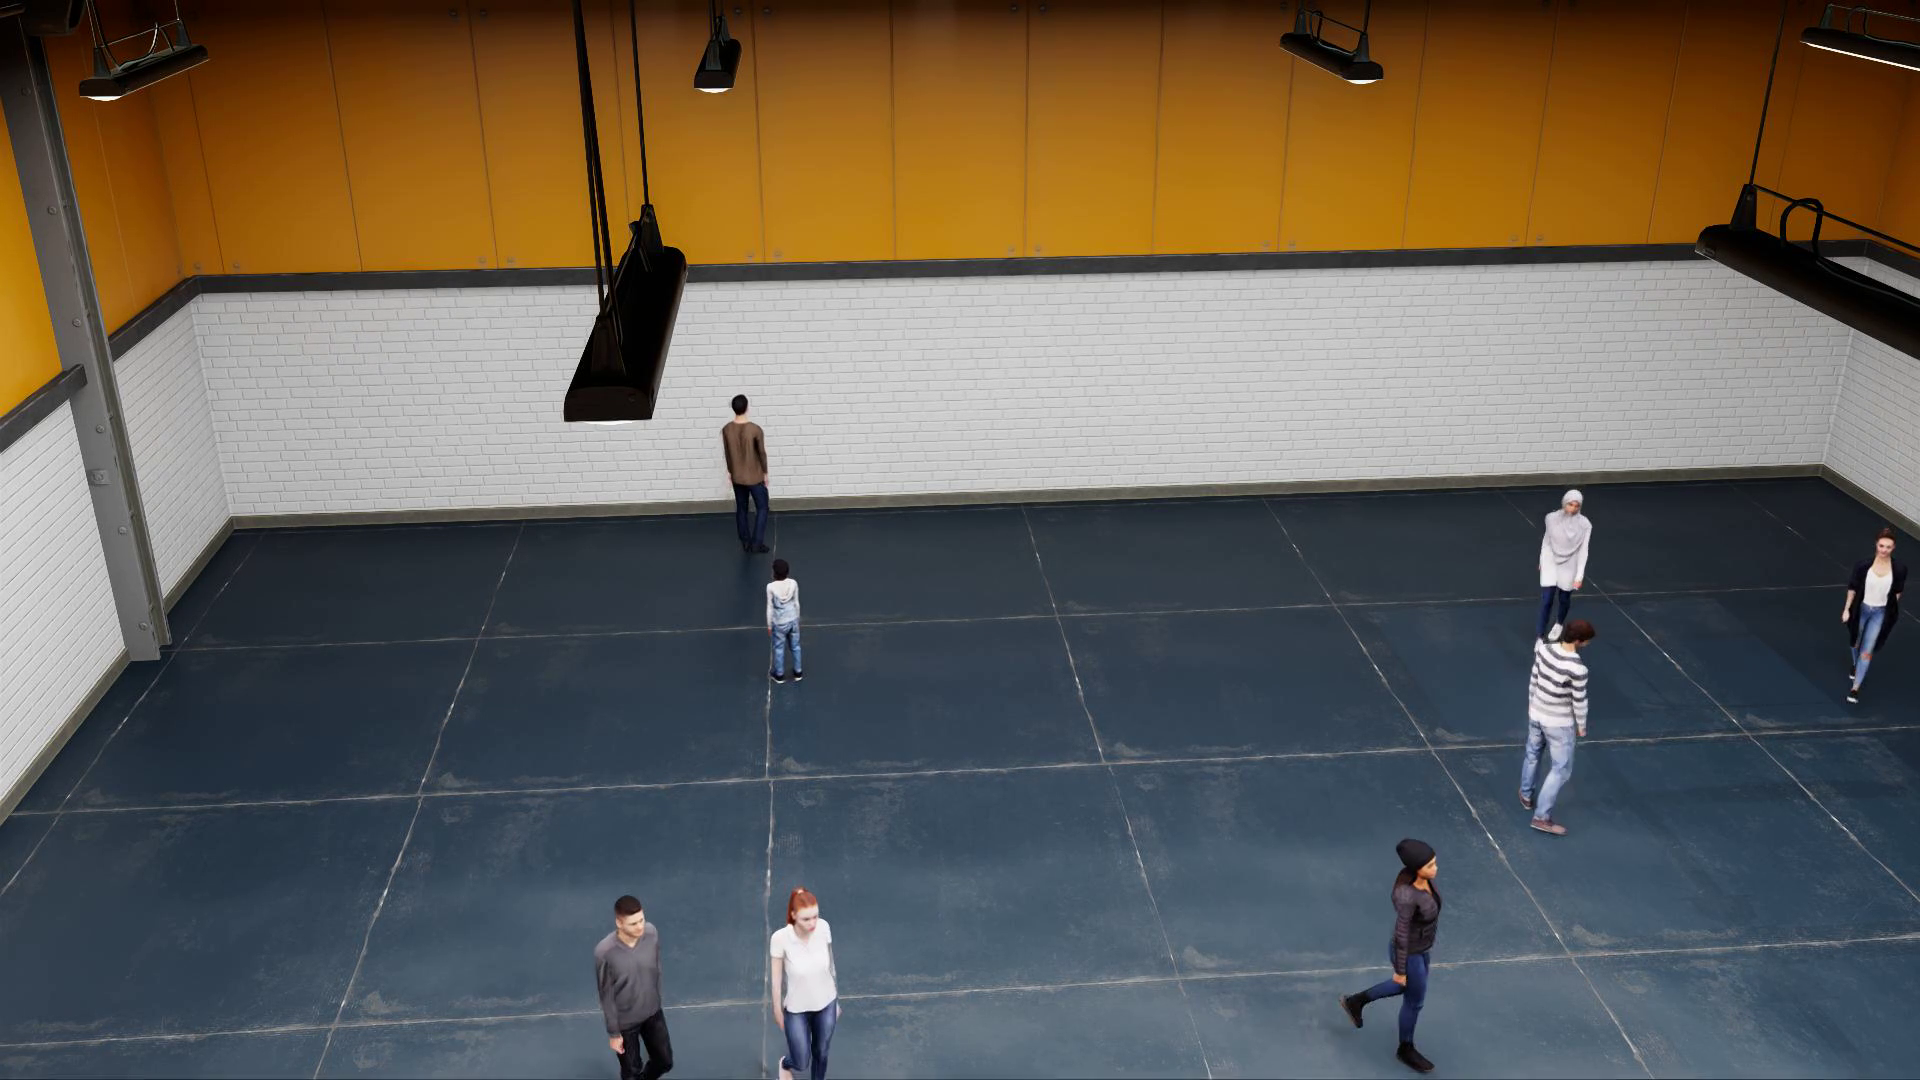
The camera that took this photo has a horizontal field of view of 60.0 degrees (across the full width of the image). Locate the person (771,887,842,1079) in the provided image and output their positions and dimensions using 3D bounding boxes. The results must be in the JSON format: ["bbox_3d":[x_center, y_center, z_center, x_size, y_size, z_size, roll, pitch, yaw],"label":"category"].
[{"bbox_3d":[-1.004,2.917,10.585,0.737,1.725,0.838,-13,27,-28],"label":"person"}]

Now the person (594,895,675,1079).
[{"bbox_3d":[-2.098,2.944,10.489,0.748,1.752,0.791,-18,29,-35],"label":"person"}]

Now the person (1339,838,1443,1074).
[{"bbox_3d":[2.906,2.713,11.045,1.002,1.729,0.988,14,27,30],"label":"person"}]

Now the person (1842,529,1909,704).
[{"bbox_3d":[8.657,0.678,15.824,1.057,1.631,1.202,14,27,29],"label":"person"}]

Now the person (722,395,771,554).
[{"bbox_3d":[-2.402,-0.711,18.686,0.788,1.884,0.812,7,25,15],"label":"person"}]

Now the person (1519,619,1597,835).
[{"bbox_3d":[4.878,1.459,13.791,1.039,1.829,0.828,-20,30,-38],"label":"person"}]

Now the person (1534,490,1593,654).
[{"bbox_3d":[6.032,0.257,16.650,1.003,1.741,1.137,17,29,33],"label":"person"}]

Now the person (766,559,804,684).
[{"bbox_3d":[-1.699,0.773,16.075,0.537,1.255,0.553,-9,25,-20],"label":"person"}]
